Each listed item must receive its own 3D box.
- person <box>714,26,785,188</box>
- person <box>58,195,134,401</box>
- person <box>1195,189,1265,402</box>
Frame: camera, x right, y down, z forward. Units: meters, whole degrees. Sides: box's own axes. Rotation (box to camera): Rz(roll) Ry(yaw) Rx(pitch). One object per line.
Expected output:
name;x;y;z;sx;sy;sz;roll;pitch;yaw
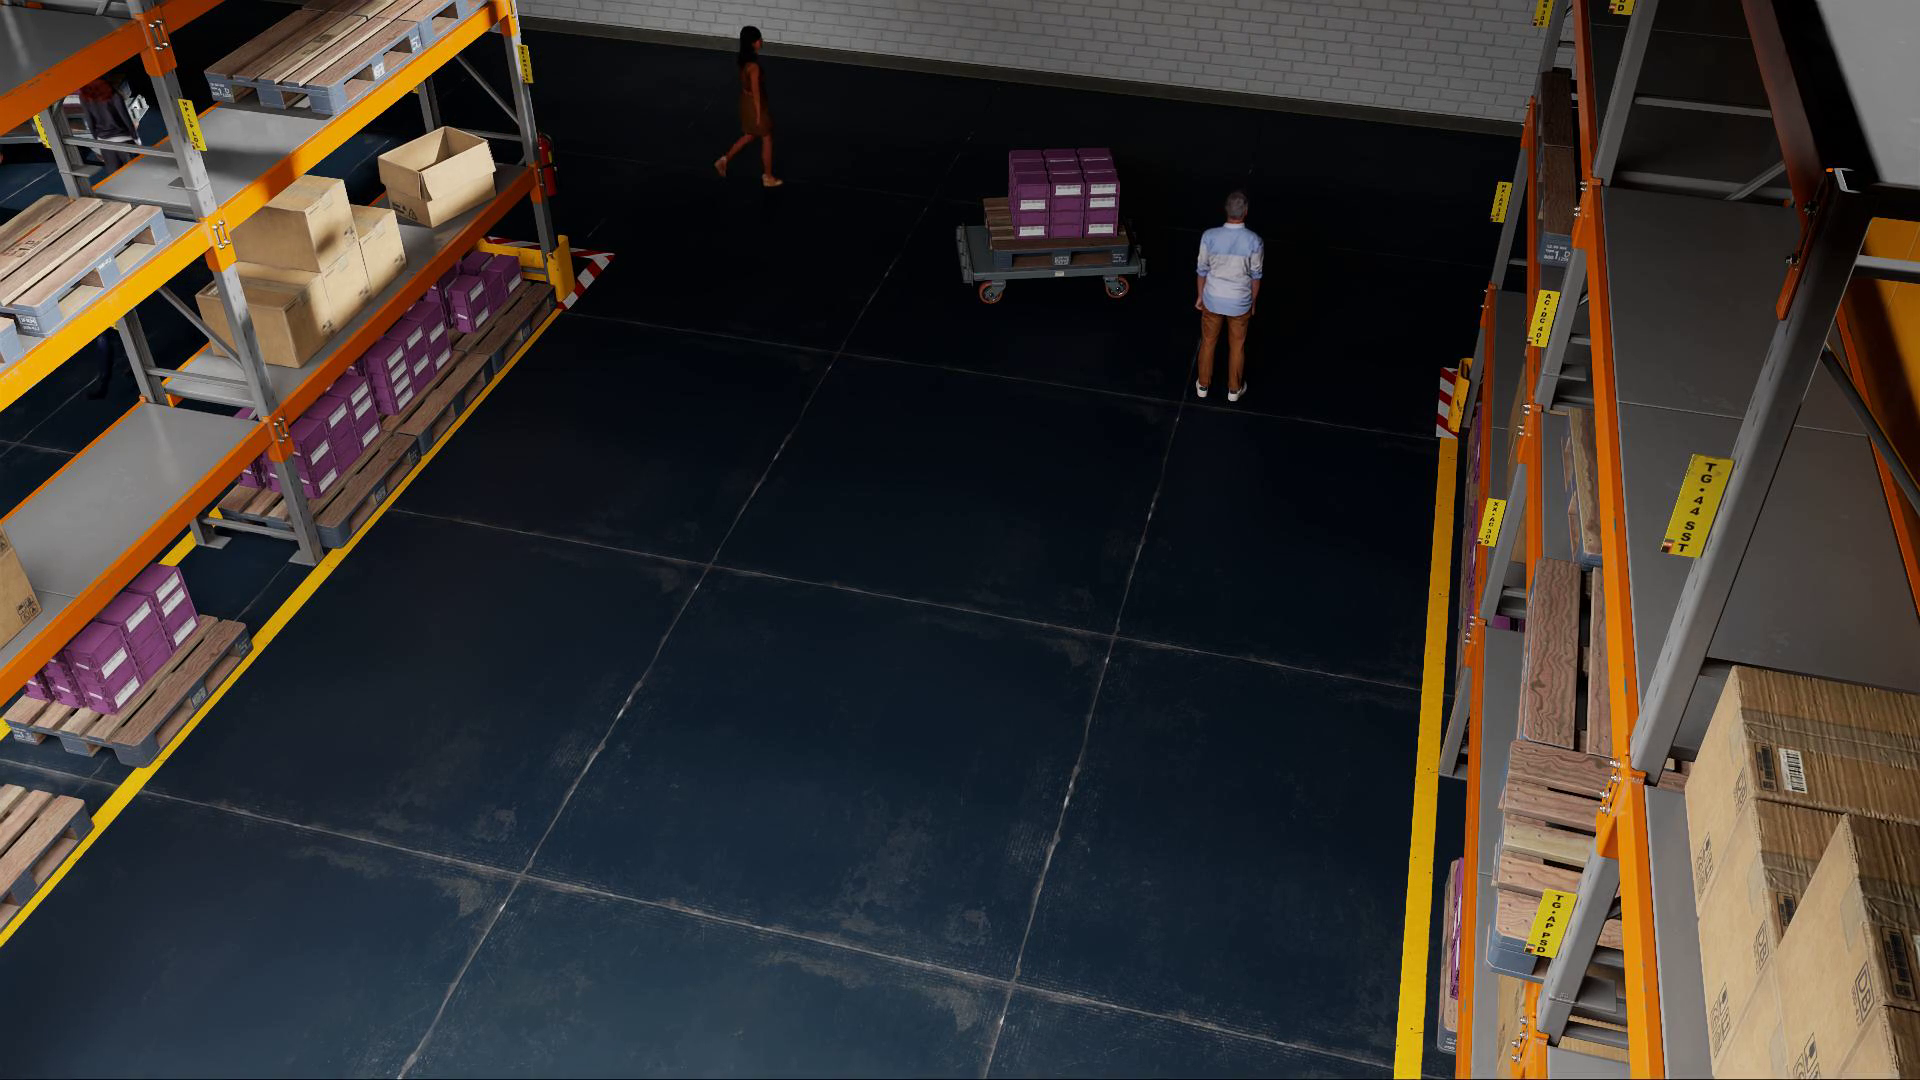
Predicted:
person;-2.087;-4.209;16.306;0.943;1.669;0.928;-15;41;-18
person;-7.018;-2.049;13.576;0.702;1.702;1.057;11;40;13
person;2.153;-1.948;13.352;0.681;1.823;0.562;11;40;13
